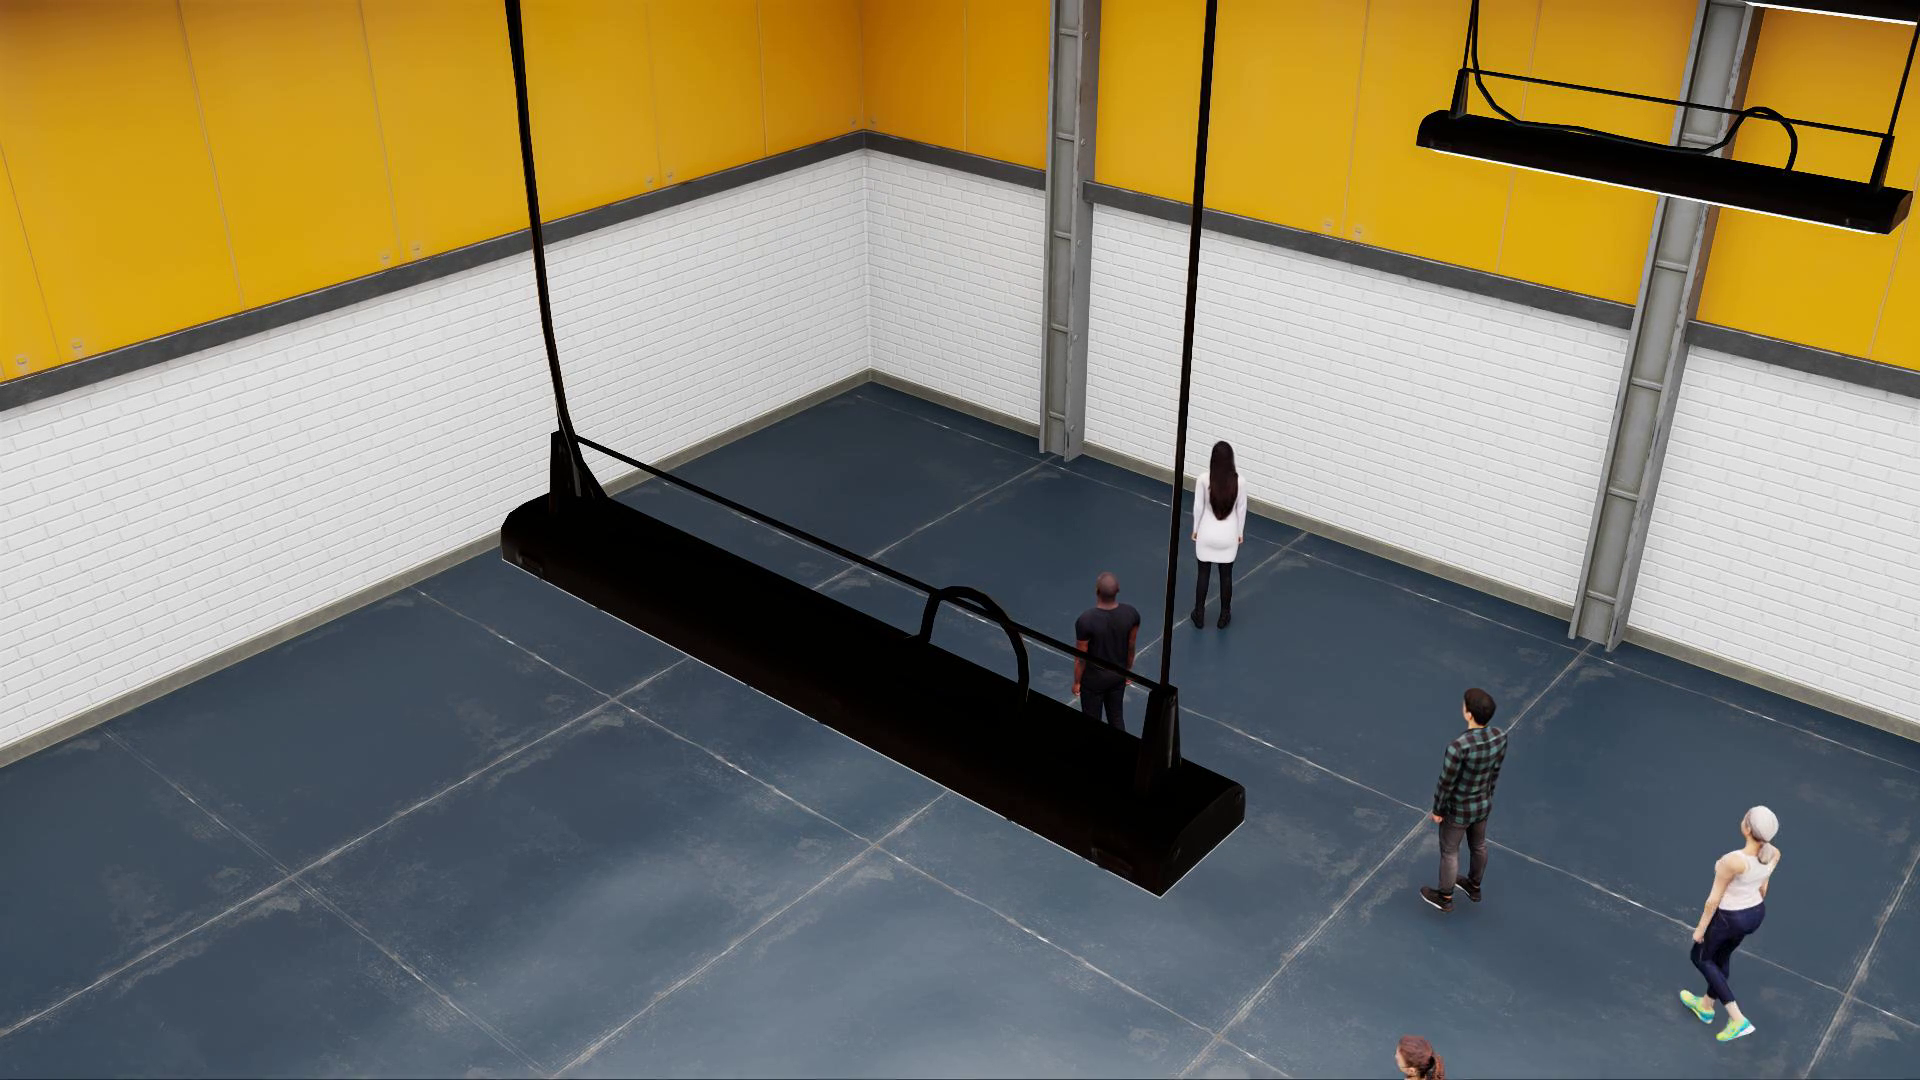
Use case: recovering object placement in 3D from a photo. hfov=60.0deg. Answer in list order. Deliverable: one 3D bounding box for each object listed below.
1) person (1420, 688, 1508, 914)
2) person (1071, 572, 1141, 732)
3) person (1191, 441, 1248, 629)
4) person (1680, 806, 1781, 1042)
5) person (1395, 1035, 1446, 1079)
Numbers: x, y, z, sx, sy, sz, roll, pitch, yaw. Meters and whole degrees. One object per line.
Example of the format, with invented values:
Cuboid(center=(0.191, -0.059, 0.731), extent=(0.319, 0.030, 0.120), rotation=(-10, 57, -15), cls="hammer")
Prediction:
Cuboid(center=(3.448, 1.754, 11.262), extent=(0.738, 1.709, 0.683), rotation=(-12, 31, -21), cls="person")
Cuboid(center=(1.100, 1.054, 12.715), extent=(0.748, 1.820, 0.745), rotation=(-9, 30, -16), cls="person")
Cuboid(center=(2.269, -0.040, 14.734), extent=(0.644, 1.808, 0.749), rotation=(3, 29, 5), cls="person")
Cuboid(center=(4.855, 2.428, 10.335), extent=(0.840, 1.688, 0.962), rotation=(-10, 30, -18), cls="person")
Cuboid(center=(2.440, 3.312, 8.869), extent=(0.641, 1.540, 0.665), rotation=(-20, 34, -32), cls="person")
